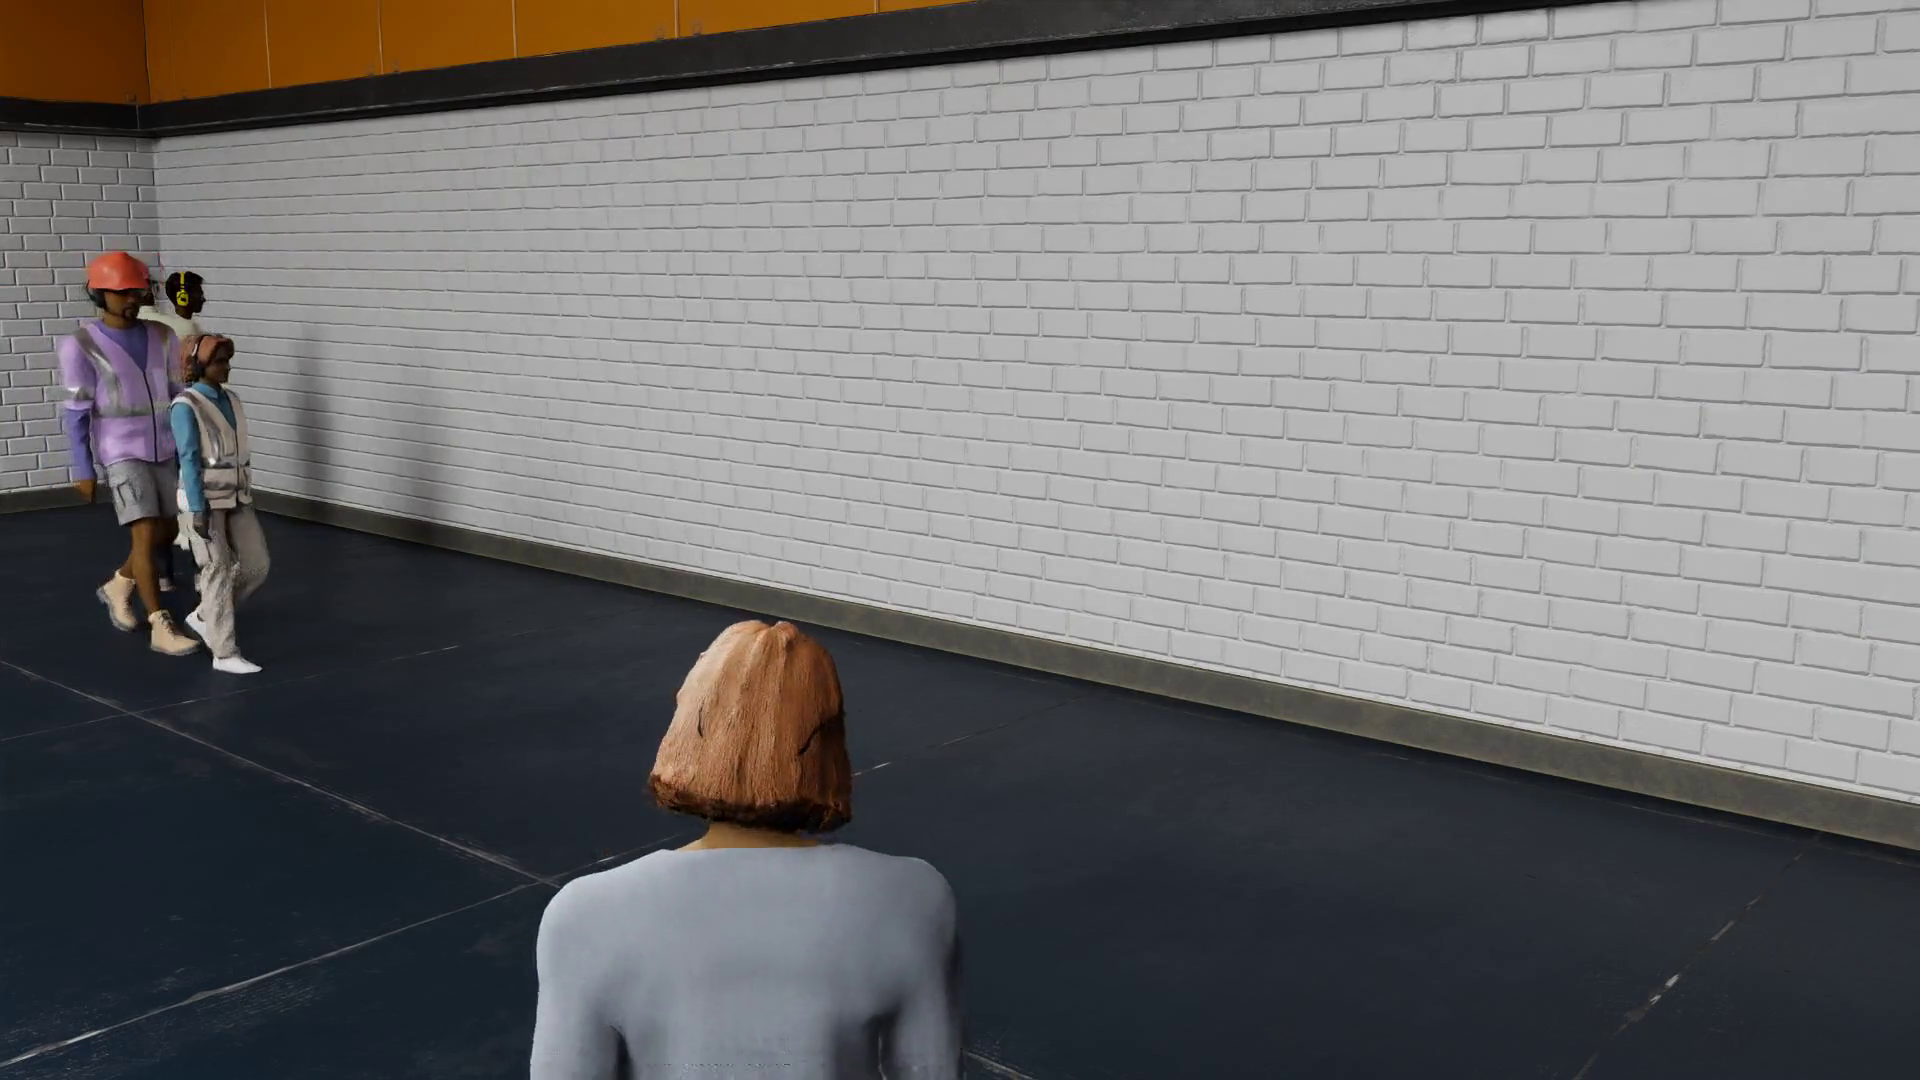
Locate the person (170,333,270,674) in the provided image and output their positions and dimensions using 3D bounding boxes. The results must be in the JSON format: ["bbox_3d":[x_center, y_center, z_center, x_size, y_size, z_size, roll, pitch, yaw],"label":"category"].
[{"bbox_3d":[-3.534,-0.161,7.878,0.412,1.627,0.520,2,10,11],"label":"person"}]

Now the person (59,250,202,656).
[{"bbox_3d":[-4.186,-0.448,8.408,0.882,2.017,0.638,5,11,26],"label":"person"}]

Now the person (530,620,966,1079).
[{"bbox_3d":[-0.245,0.897,1.986,0.525,1.576,0.910,-1,10,-6],"label":"person"}]

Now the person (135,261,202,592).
[{"bbox_3d":[-4.661,-0.651,9.784,0.775,1.950,0.397,-1,10,-7],"label":"person"}]

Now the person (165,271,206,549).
[{"bbox_3d":[-5.203,-0.872,11.236,0.310,1.868,0.532,-6,12,-32],"label":"person"}]
